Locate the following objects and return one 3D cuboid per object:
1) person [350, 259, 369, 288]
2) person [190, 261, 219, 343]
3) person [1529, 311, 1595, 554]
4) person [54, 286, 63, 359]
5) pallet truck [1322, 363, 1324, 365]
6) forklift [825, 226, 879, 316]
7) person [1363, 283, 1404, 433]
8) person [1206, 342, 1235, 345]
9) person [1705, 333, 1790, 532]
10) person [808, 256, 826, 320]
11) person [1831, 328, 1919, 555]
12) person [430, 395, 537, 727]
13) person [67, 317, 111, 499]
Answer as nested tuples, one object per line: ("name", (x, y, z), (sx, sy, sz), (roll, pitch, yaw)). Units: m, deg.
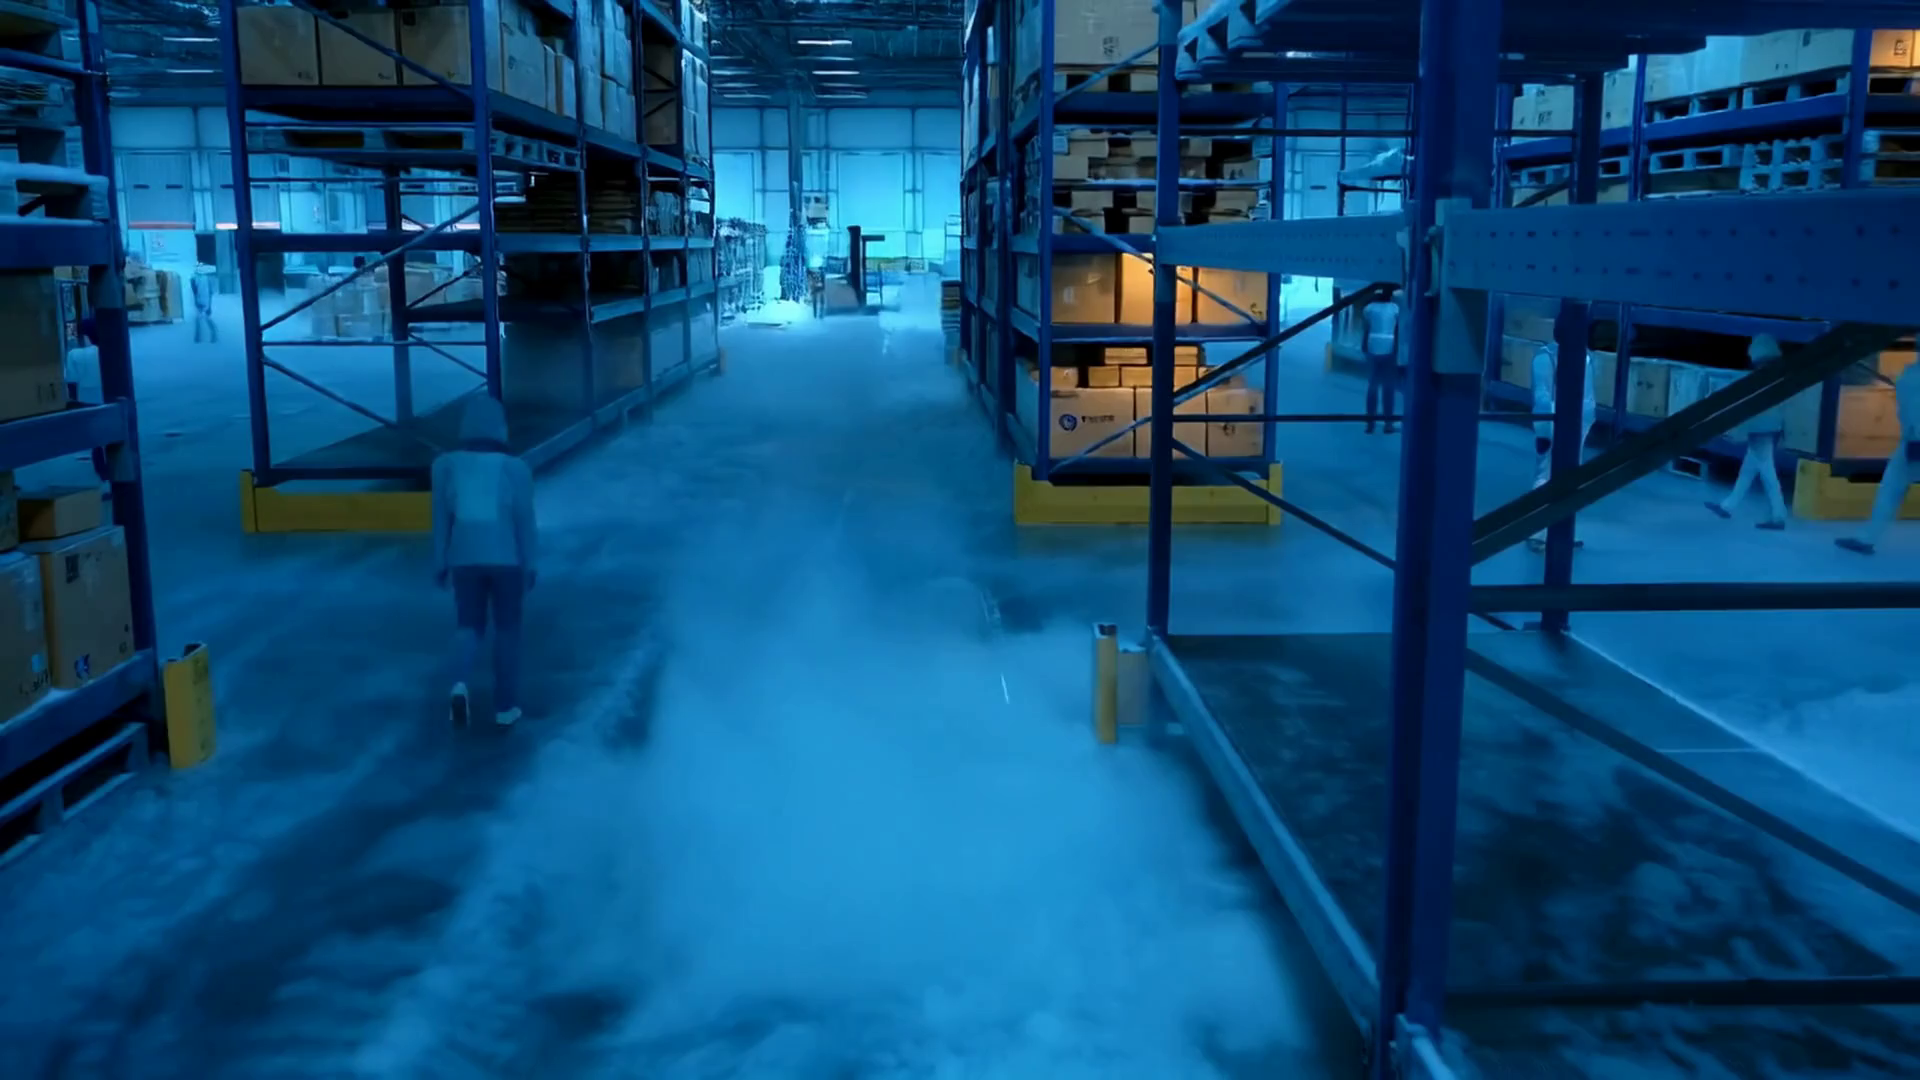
("person", (-17.882, -7.423, 49.373), (0.529, 1.834, 0.801), (-8, 13, -39))
("person", (-17.588, -5.523, 38.675), (1.009, 1.899, 0.555), (9, 14, 42))
("person", (4.545, -0.813, 12.546), (0.624, 1.844, 0.429), (-9, 13, -40))
("person", (-15.936, -3.698, 29.151), (0.891, 1.646, 0.545), (6, 12, 29))
("pallet truck", (7.712, -4.157, 30.737), (1.885, 1.965, 0.823), (3, 11, 16))
("forklift", (-3.307, -8.435, 52.113), (1.873, 2.768, 1.129), (0, 10, -2))
("person", (5.206, -2.267, 20.424), (0.392, 1.922, 0.590), (-9, 13, -40))
("person", (5.998, -5.354, 37.886), (0.649, 1.829, 0.504), (7, 12, 34))
("person", (6.484, -0.894, 13.655), (0.526, 1.589, 0.817), (-7, 12, -33))
("person", (-4.266, -7.521, 49.695), (0.587, 1.920, 0.394), (-6, 12, -29))
("person", (6.979, -0.759, 12.181), (0.960, 1.867, 0.663), (1, 10, 7))
("person", (-2.273, 0.126, 7.912), (0.511, 1.621, 0.492), (0, 10, -1))
("person", (-7.920, -1.224, 15.355), (0.528, 1.658, 0.874), (-6, 12, -31))
